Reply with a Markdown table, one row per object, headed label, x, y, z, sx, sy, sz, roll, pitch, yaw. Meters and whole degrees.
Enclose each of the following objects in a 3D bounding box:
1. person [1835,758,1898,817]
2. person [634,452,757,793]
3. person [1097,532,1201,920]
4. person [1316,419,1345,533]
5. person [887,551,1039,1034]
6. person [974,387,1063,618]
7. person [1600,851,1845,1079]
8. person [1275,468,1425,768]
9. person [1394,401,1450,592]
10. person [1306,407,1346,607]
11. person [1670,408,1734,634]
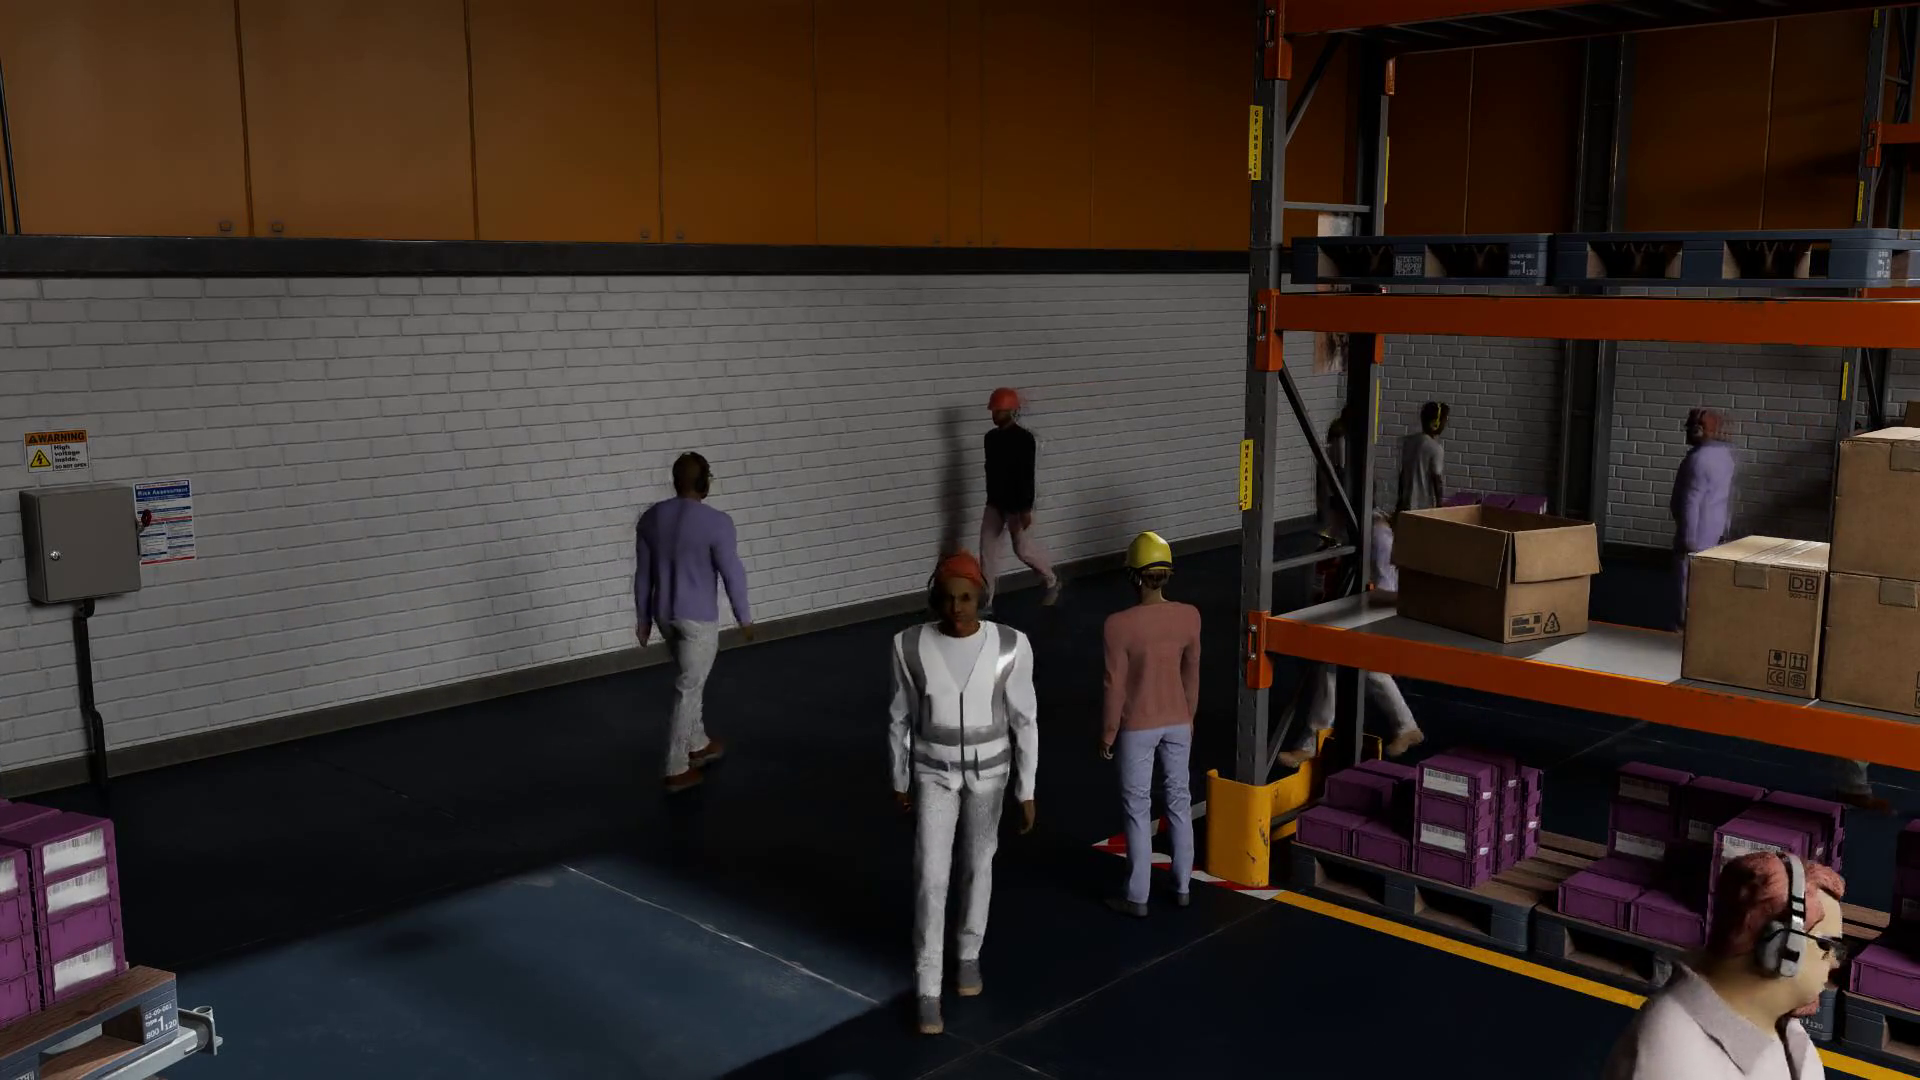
| label | x | y | z | sx | sy | sz | roll | pitch | yaw |
| --- | --- | --- | --- | --- | --- | --- | --- | --- | --- |
| person | 5.086 | 0.611 | 8.682 | 0.682 | 1.871 | 0.969 | -6 | 11 | -35 |
| person | -1.494 | 0.446 | 9.595 | 0.644 | 1.908 | 0.865 | 6 | 11 | 31 |
| person | 0.855 | 0.843 | 7.579 | 0.526 | 1.769 | 0.328 | -5 | 10 | -26 |
| person | 3.348 | -0.262 | 14.767 | 0.381 | 1.627 | 0.538 | -6 | 11 | -33 |
| person | 0.011 | 0.974 | 6.508 | 0.591 | 1.848 | 0.849 | 0 | 9 | -2 |
| person | 0.467 | -0.334 | 14.217 | 0.923 | 1.962 | 0.631 | -8 | 12 | -41 |
| person | 1.409 | 1.501 | 3.210 | 0.662 | 1.877 | 0.499 | -8 | 13 | -42 |
| person | 2.381 | 0.452 | 9.918 | 0.981 | 1.796 | 0.616 | -1 | 9 | -8 |
| person | 3.904 | -0.255 | 14.089 | 0.428 | 1.846 | 0.543 | -3 | 10 | -19 |
| person | 3.246 | -0.219 | 13.929 | 0.743 | 1.832 | 0.624 | 4 | 10 | 24 |
| person | 5.763 | -0.072 | 12.834 | 0.616 | 1.890 | 0.647 | 9 | 13 | 44 |
